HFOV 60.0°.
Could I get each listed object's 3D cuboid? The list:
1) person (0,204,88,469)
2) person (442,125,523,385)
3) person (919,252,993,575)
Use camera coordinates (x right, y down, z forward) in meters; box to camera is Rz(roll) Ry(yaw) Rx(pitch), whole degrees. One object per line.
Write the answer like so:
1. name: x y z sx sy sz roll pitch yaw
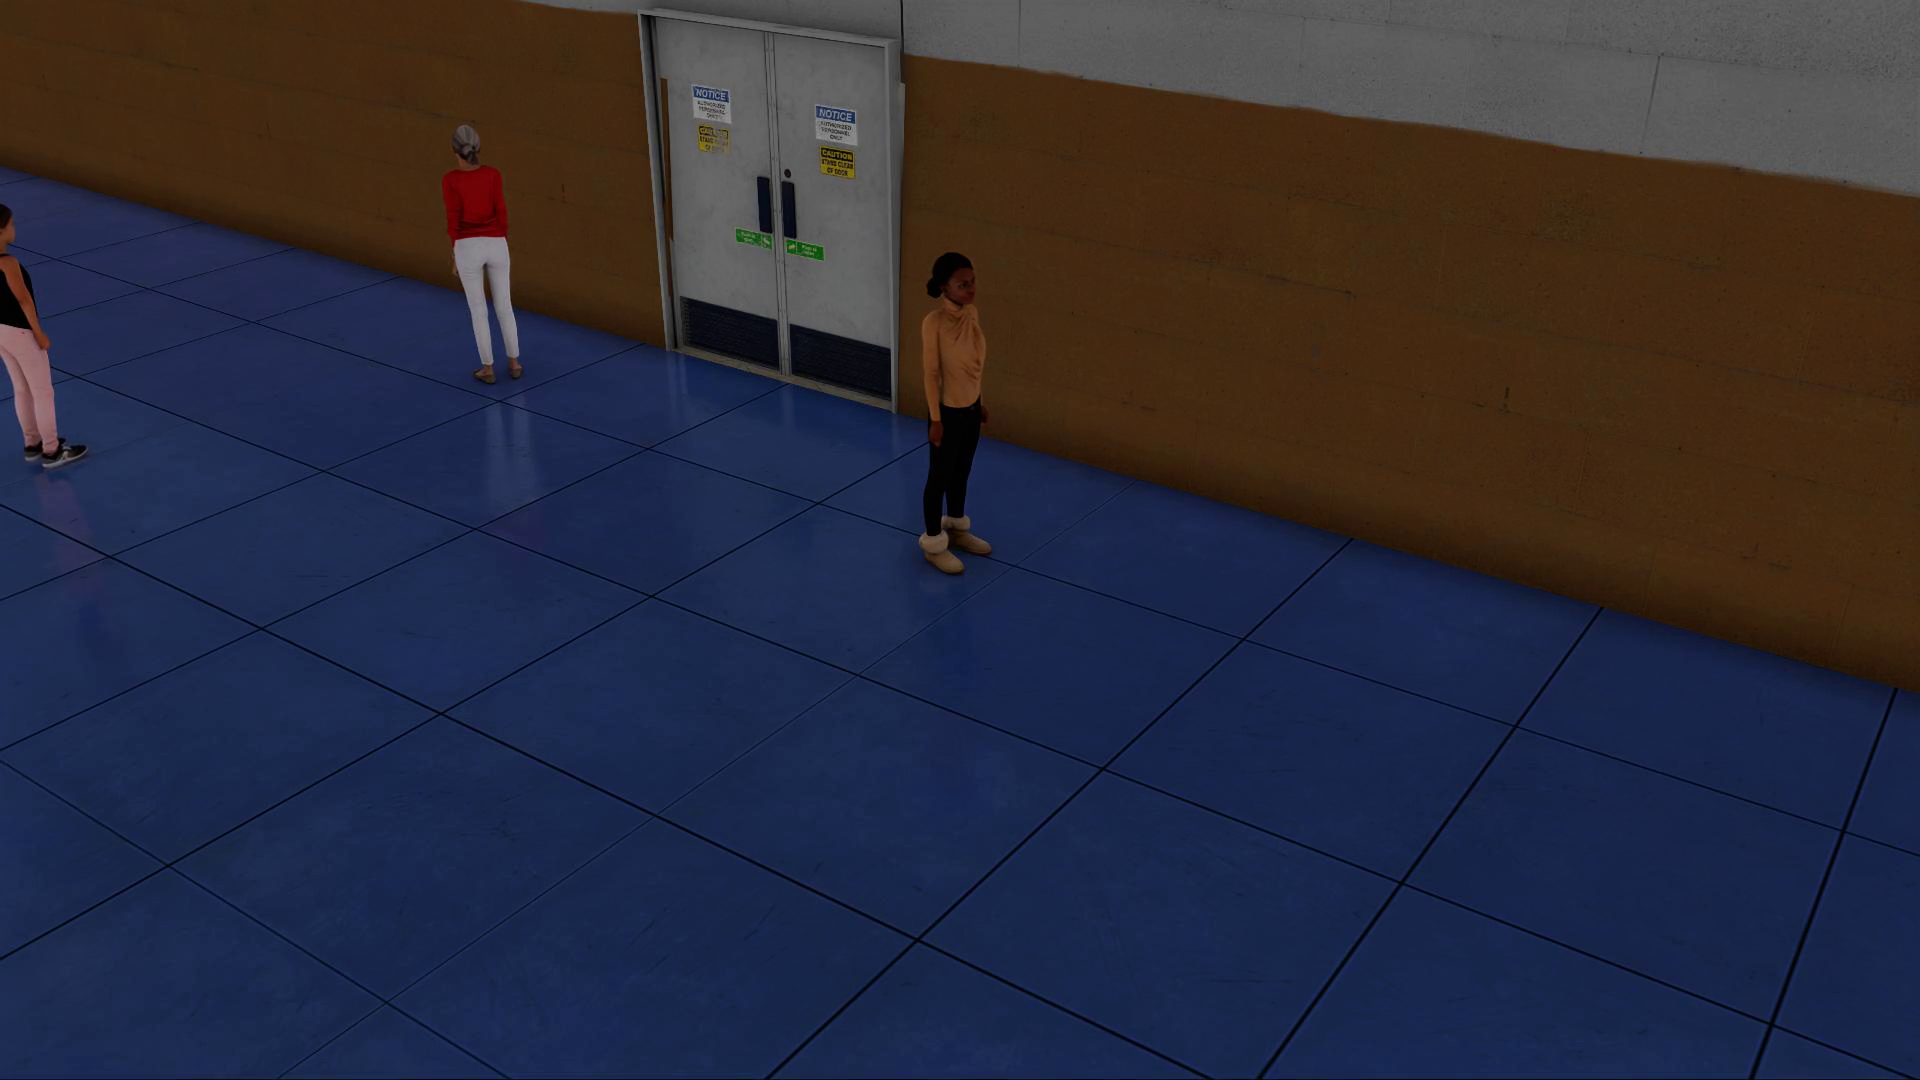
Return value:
1. person: -5.440 -1.175 9.597 0.537 1.562 0.539 14 30 26
2. person: -3.095 -1.845 10.773 0.603 1.693 0.694 -15 30 -26
3. person: -0.036 -0.662 8.478 0.651 1.659 0.489 18 32 32
